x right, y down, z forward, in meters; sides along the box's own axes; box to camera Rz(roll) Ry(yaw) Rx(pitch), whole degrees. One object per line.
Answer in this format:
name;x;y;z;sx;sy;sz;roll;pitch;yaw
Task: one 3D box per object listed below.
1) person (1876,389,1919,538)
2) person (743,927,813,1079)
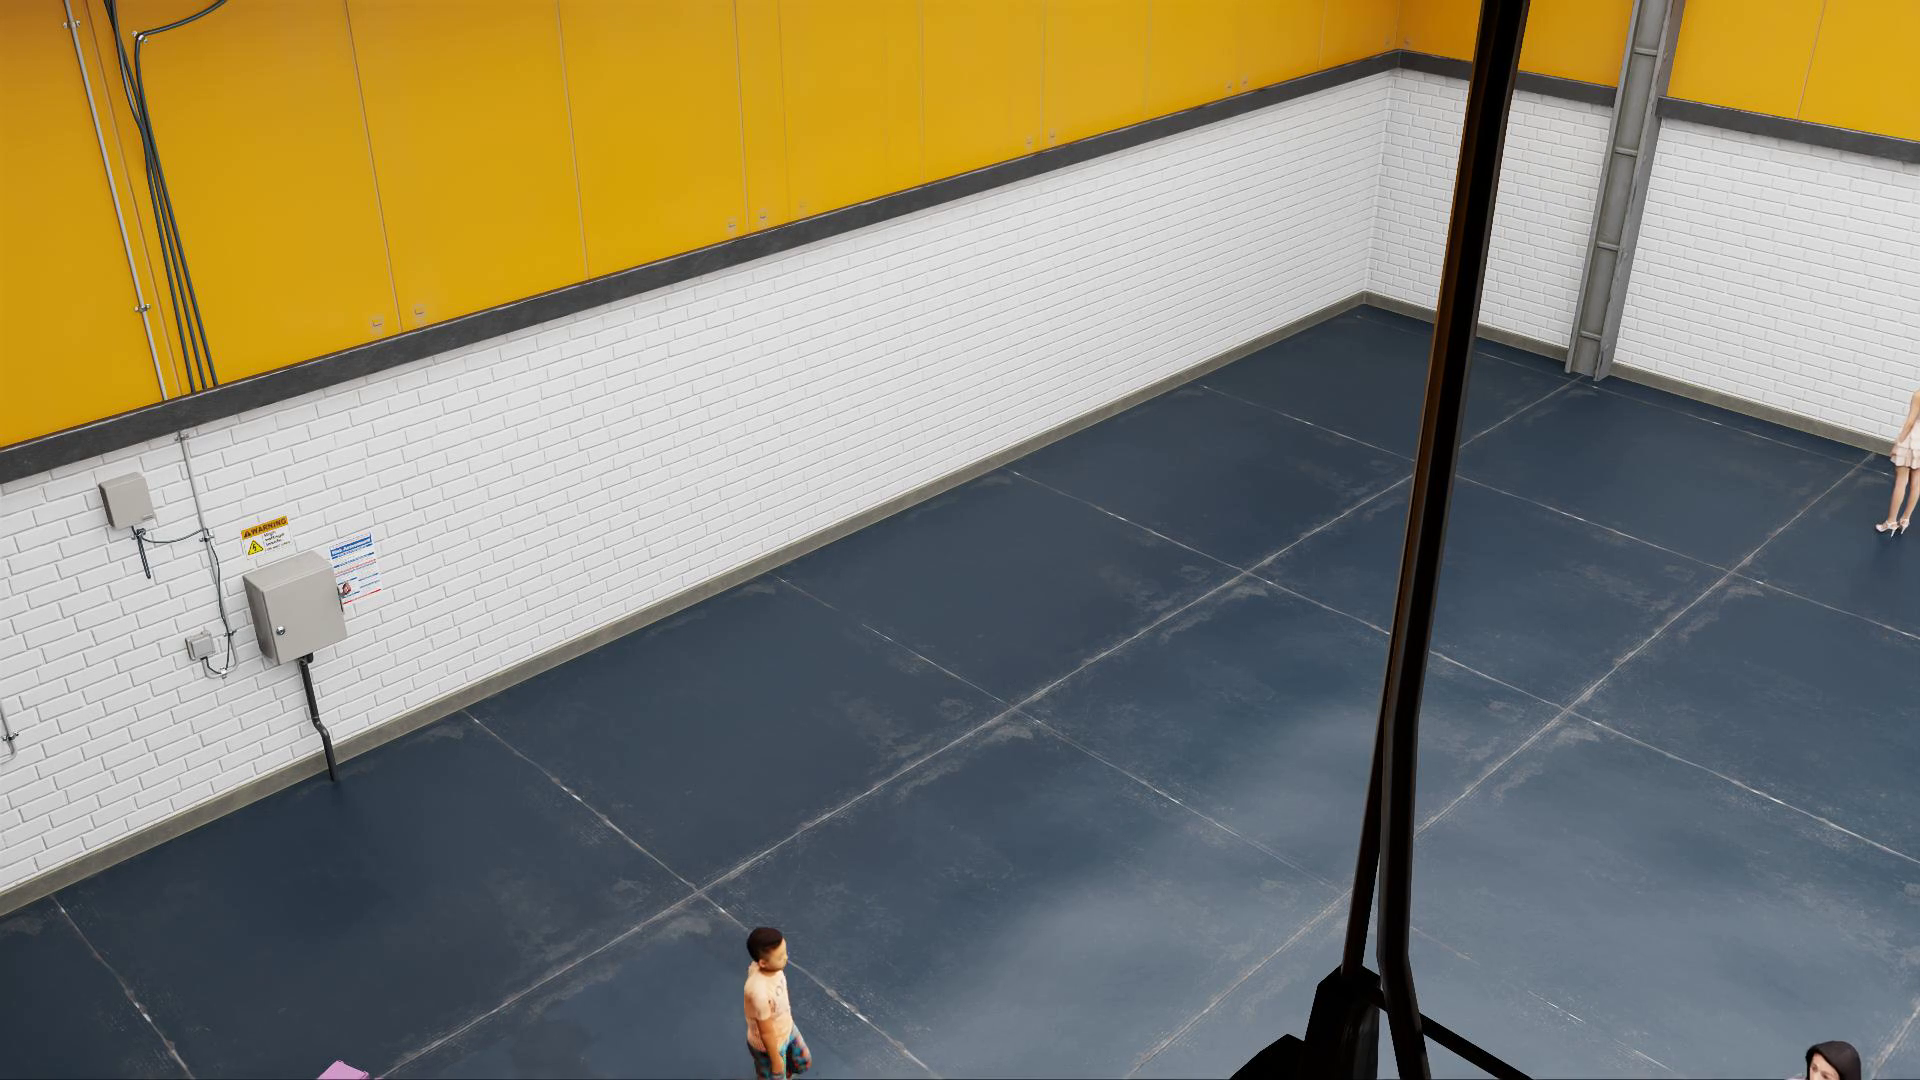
person;8.508;-0.841;14.780;0.655;1.736;0.677;-7;29;-12
person;-1.061;2.602;8.760;0.715;1.457;0.661;2;29;3
